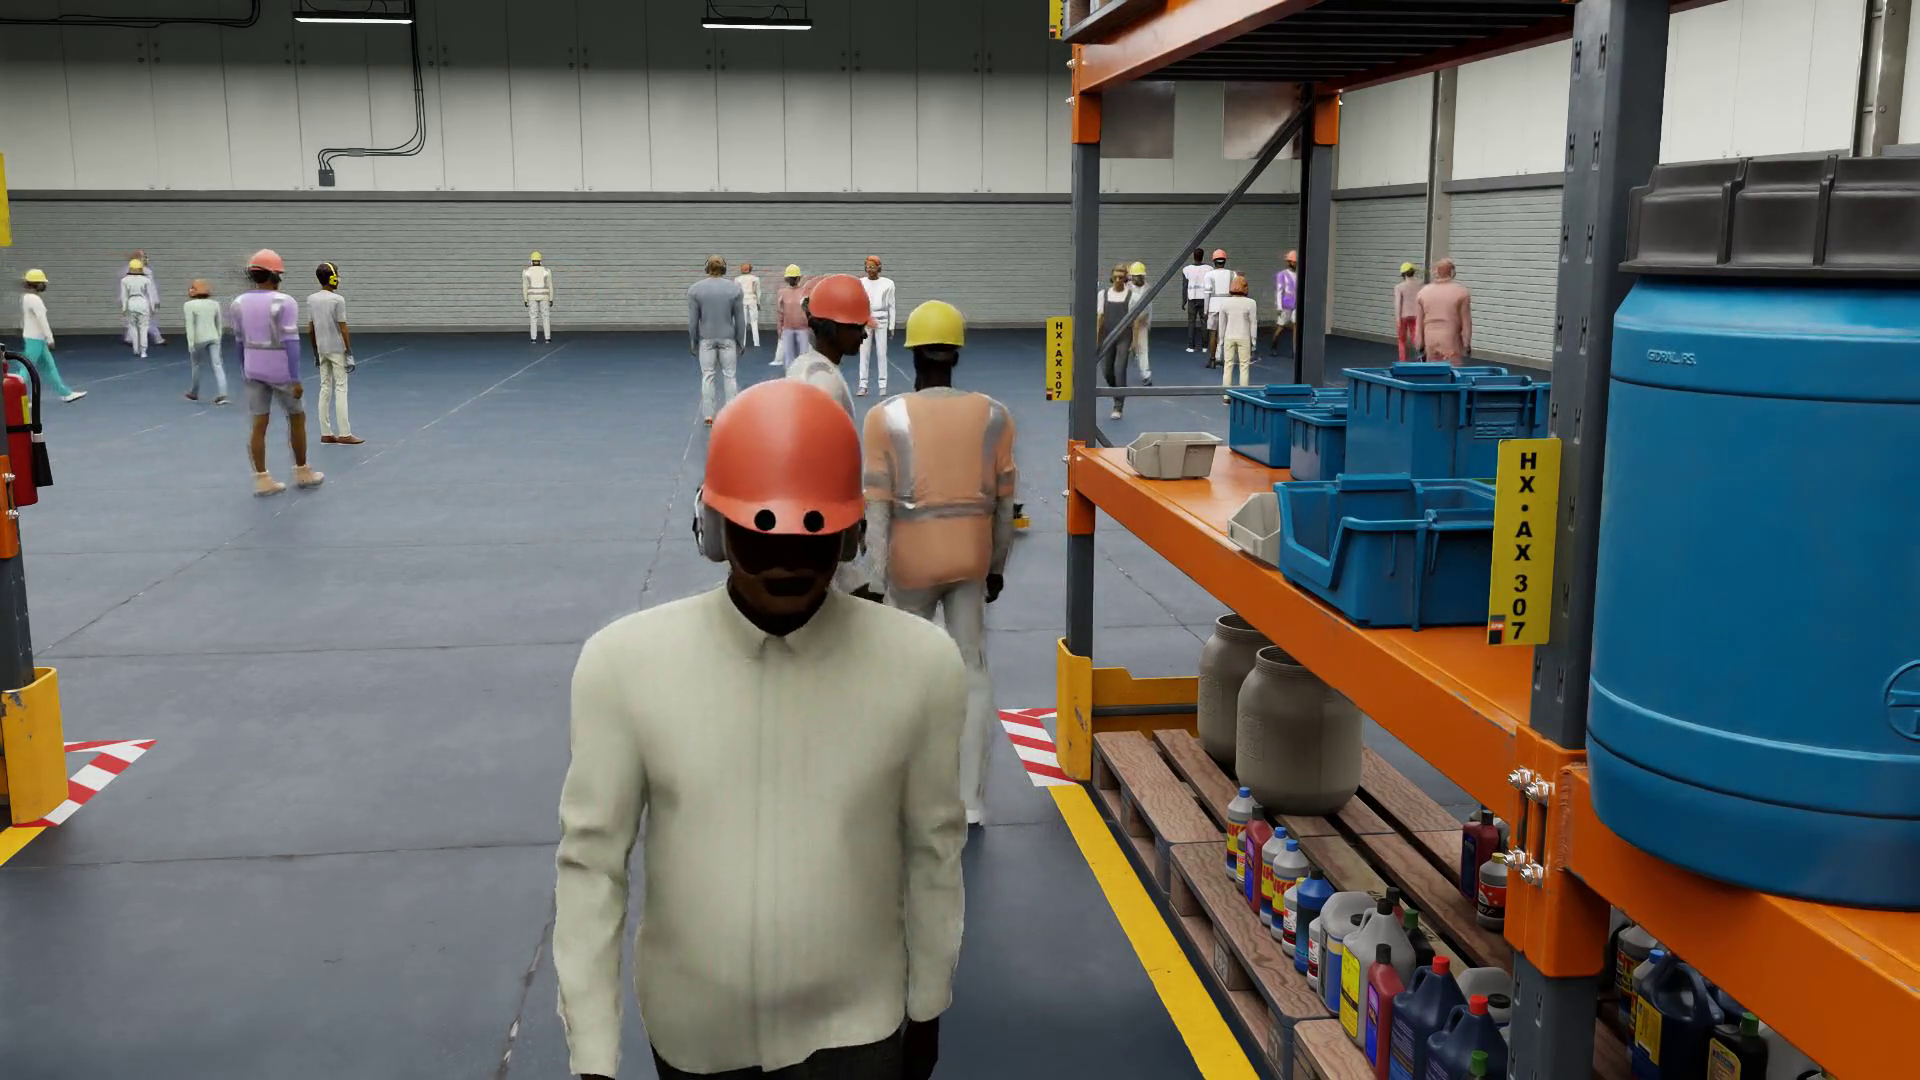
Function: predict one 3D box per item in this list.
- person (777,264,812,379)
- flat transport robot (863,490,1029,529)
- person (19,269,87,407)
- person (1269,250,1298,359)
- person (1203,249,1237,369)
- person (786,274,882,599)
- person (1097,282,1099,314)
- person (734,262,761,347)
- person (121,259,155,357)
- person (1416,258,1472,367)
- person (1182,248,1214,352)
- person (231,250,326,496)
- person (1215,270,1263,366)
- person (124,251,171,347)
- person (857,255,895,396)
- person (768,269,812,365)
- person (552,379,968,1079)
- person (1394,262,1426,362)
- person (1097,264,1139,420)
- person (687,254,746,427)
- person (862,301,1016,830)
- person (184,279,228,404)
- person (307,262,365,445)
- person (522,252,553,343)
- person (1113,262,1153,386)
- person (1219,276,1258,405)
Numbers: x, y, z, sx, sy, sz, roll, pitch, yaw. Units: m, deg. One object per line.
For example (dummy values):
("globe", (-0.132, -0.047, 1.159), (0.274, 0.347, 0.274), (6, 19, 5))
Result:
("person", (-2.259, -2.888, 22.785), (0.518, 1.756, 0.344), (2, 10, 10))
("flat transport robot", (-0.223, -0.237, 12.328), (0.652, 0.197, 1.431), (-9, 14, -42))
("person", (-11.602, -2.544, 21.014), (0.920, 1.716, 0.552), (-8, 13, -38))
("person", (5.771, -4.136, 29.223), (0.551, 1.915, 0.880), (-3, 11, -18))
("person", (4.200, -3.736, 26.960), (0.542, 1.929, 0.368), (-1, 10, -8))
("person", (-0.563, -0.138, 7.120), (1.068, 1.974, 0.602), (-4, 11, -19))
("person", (2.201, -3.991, 29.158), (0.523, 1.636, 0.311), (-3, 11, -16))
("person", (-4.117, -4.554, 32.252), (0.515, 1.636, 0.314), (-1, 10, -3))
("person", (-14.677, -4.143, 29.736), (0.516, 1.720, 0.641), (-4, 11, -20))
("person", (5.528, -2.280, 19.070), (0.659, 1.893, 0.620), (9, 14, 42))
("person", (4.415, -4.449, 30.895), (0.590, 1.920, 0.399), (1, 10, 3))
("person", (-5.685, -1.400, 13.907), (0.644, 2.013, 0.854), (2, 11, 12))
("person", (4.598, -3.657, 27.510), (0.899, 1.571, 0.500), (-1, 10, -5))
("person", (-15.908, -4.681, 32.376), (0.649, 1.866, 1.015), (7, 12, 34))
("person", (-1.155, -2.865, 22.313), (0.576, 1.881, 0.352), (1, 10, 3))
("person", (-2.768, -3.694, 27.603), (0.786, 1.607, 0.518), (4, 11, 20))
("person", (-0.279, 0.728, 2.484), (0.601, 1.923, 1.056), (-1, 10, -4))
("person", (7.151, -3.536, 26.360), (0.533, 1.736, 0.622), (-2, 11, -11))
("person", (1.873, -2.354, 19.686), (0.526, 1.823, 0.716), (4, 11, 20))
("person", (-2.723, -2.229, 18.672), (0.635, 1.937, 0.353), (-1, 10, -8))
("person", (-0.111, 0.067, 6.207), (0.606, 1.889, 0.866), (-4, 11, -19))
("person", (-9.706, -2.544, 21.354), (0.865, 1.583, 0.527), (8, 13, 37))
("person", (-6.436, -1.901, 17.092), (0.513, 1.862, 0.328), (4, 11, 22))
("person", (-8.458, -4.855, 33.360), (0.590, 1.833, 0.404), (-3, 11, -15))
("person", (2.483, -3.114, 23.983), (0.635, 1.783, 0.926), (-5, 11, -24))
("person", (3.529, -2.522, 21.116), (0.500, 1.633, 0.280), (5, 11, 25))
